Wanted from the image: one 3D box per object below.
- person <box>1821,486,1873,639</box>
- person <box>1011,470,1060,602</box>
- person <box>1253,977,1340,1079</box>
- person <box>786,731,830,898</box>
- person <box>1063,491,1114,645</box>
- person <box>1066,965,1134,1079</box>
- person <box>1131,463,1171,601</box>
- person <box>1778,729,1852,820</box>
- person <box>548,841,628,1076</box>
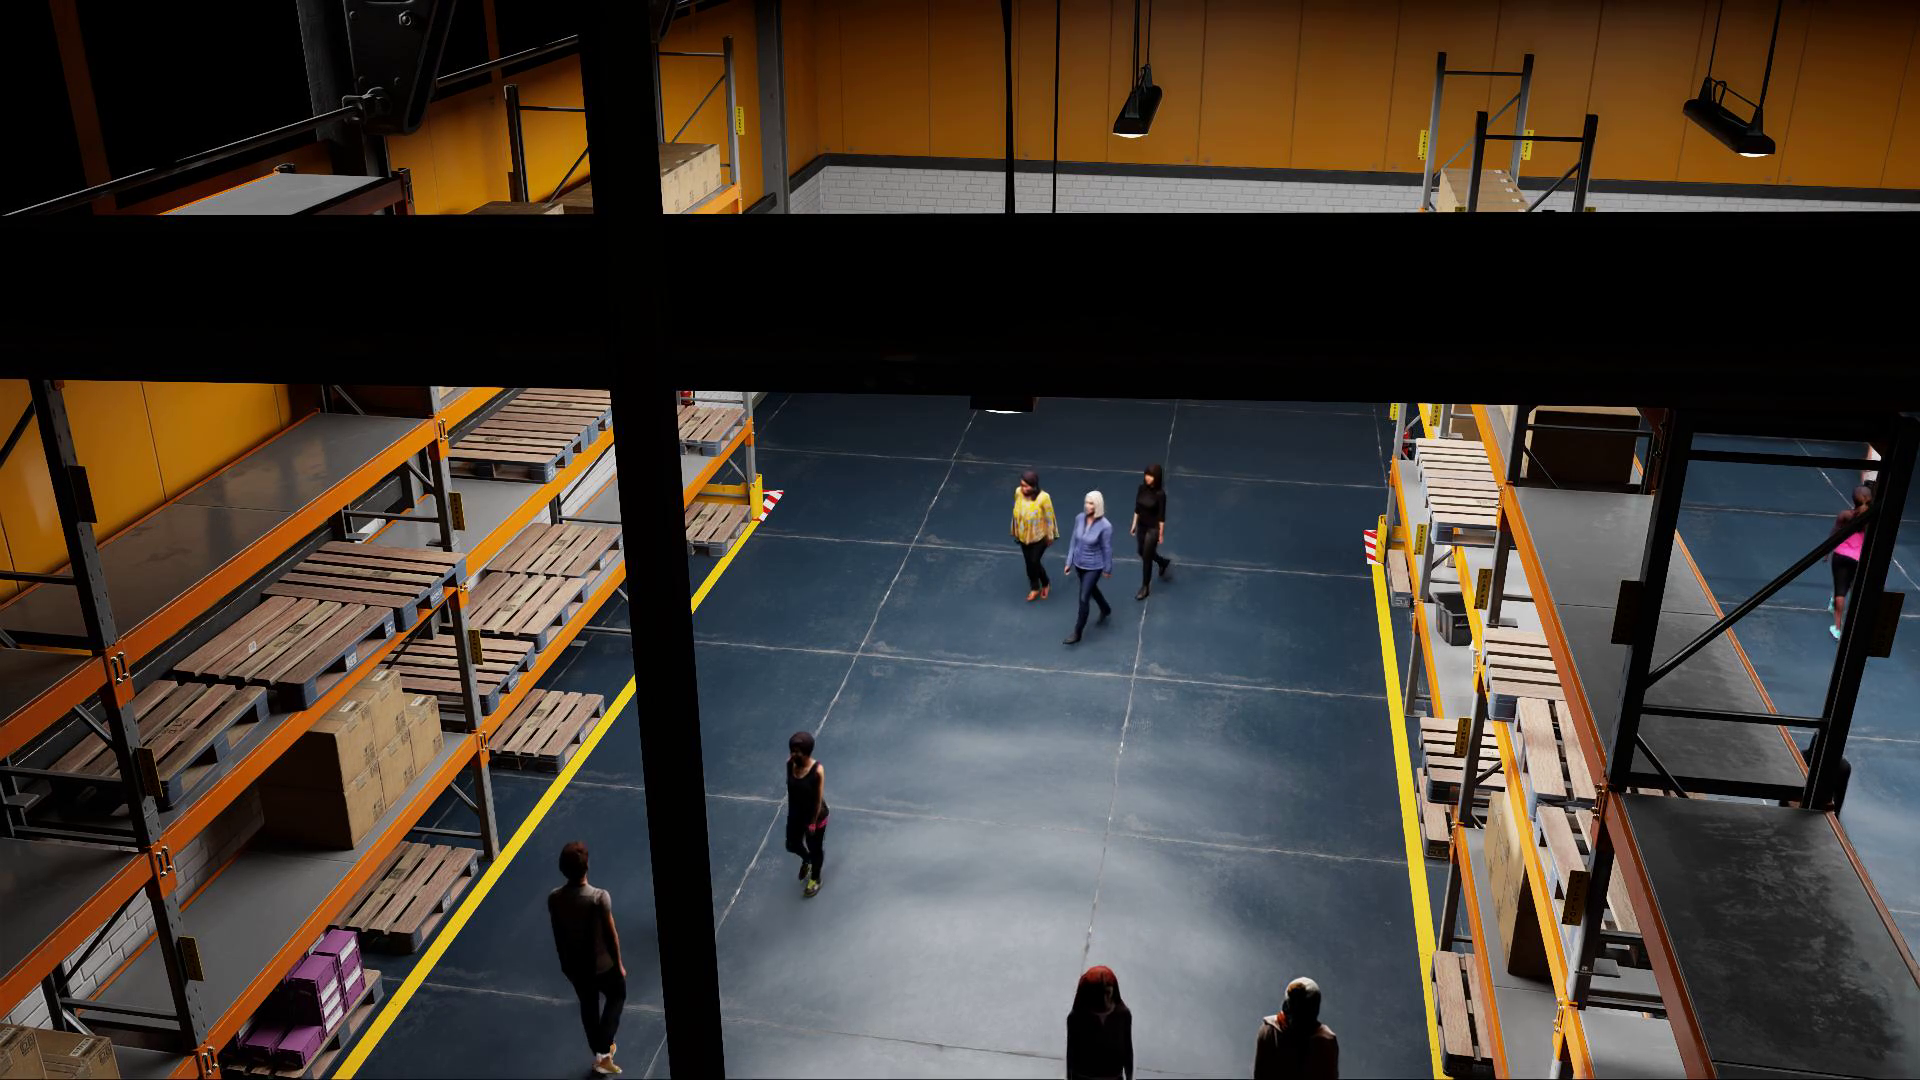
[{"bbox_3d":[9.746,0.270,18.232,0.670,1.671,1.118,7,25,15],"label":"person"},{"bbox_3d":[0.902,-0.083,19.082,0.869,1.637,0.916,18,29,35],"label":"person"},{"bbox_3d":[2.099,3.526,10.510,0.751,1.891,0.728,9,25,20],"label":"person"},{"bbox_3d":[-1.230,2.240,13.887,0.623,1.542,0.695,13,27,27],"label":"person"},{"bbox_3d":[1.469,0.245,18.240,1.227,1.709,1.072,-22,32,-40],"label":"person"},{"bbox_3d":[0.888,3.455,10.843,0.749,1.753,1.111,-1,24,-2],"label":"person"},{"bbox_3d":[2.237,-0.148,19.244,1.011,1.625,0.903,-20,31,-39],"label":"person"},{"bbox_3d":[6.922,2.284,13.577,0.667,1.709,0.896,7,25,15],"label":"person"},{"bbox_3d":[-2.632,3.021,11.680,0.671,1.878,0.757,6,24,12],"label":"person"}]
